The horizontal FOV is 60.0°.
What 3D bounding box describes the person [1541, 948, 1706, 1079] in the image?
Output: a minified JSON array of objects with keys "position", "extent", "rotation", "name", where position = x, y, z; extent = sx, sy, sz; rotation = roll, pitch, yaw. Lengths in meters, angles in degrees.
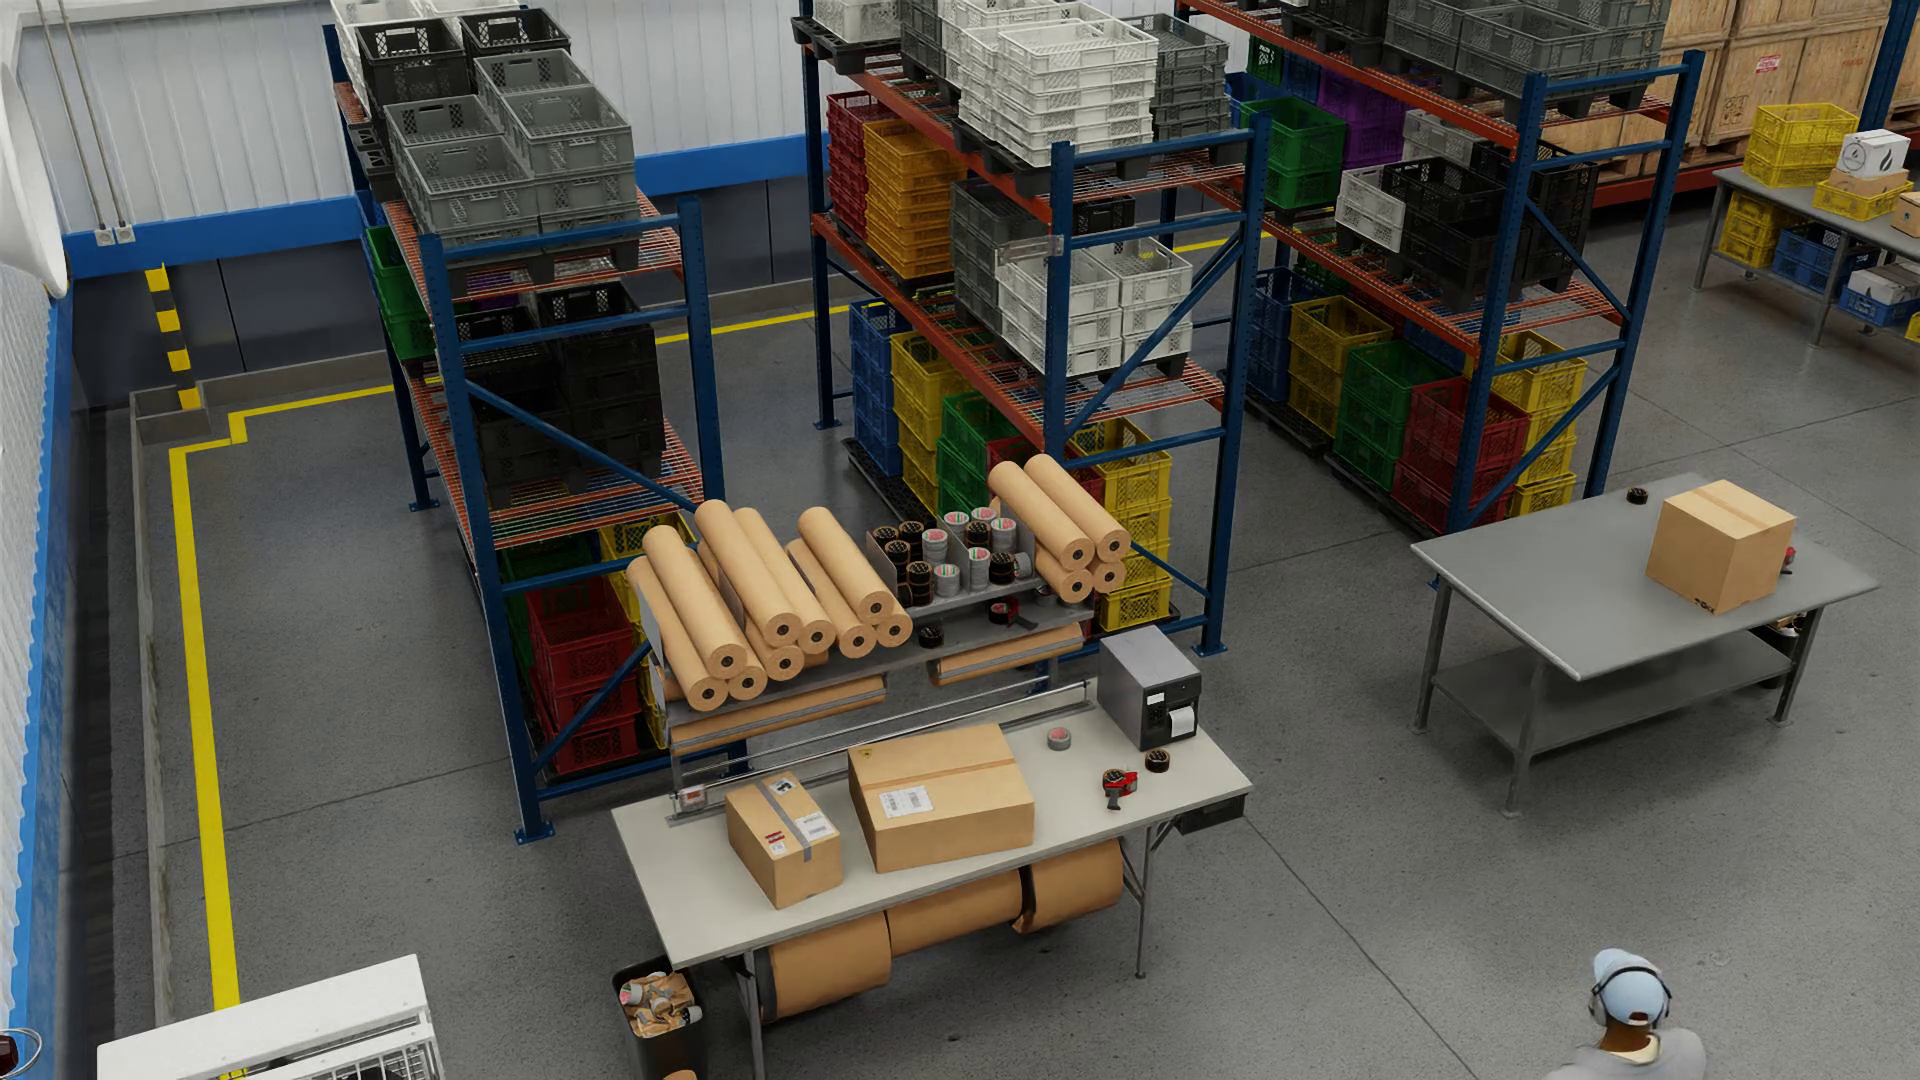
[{"position":[1.940,1.998,5.217],"extent":[0.596,1.849,0.386],"rotation":[-12,34,-19],"name":"person"}]
